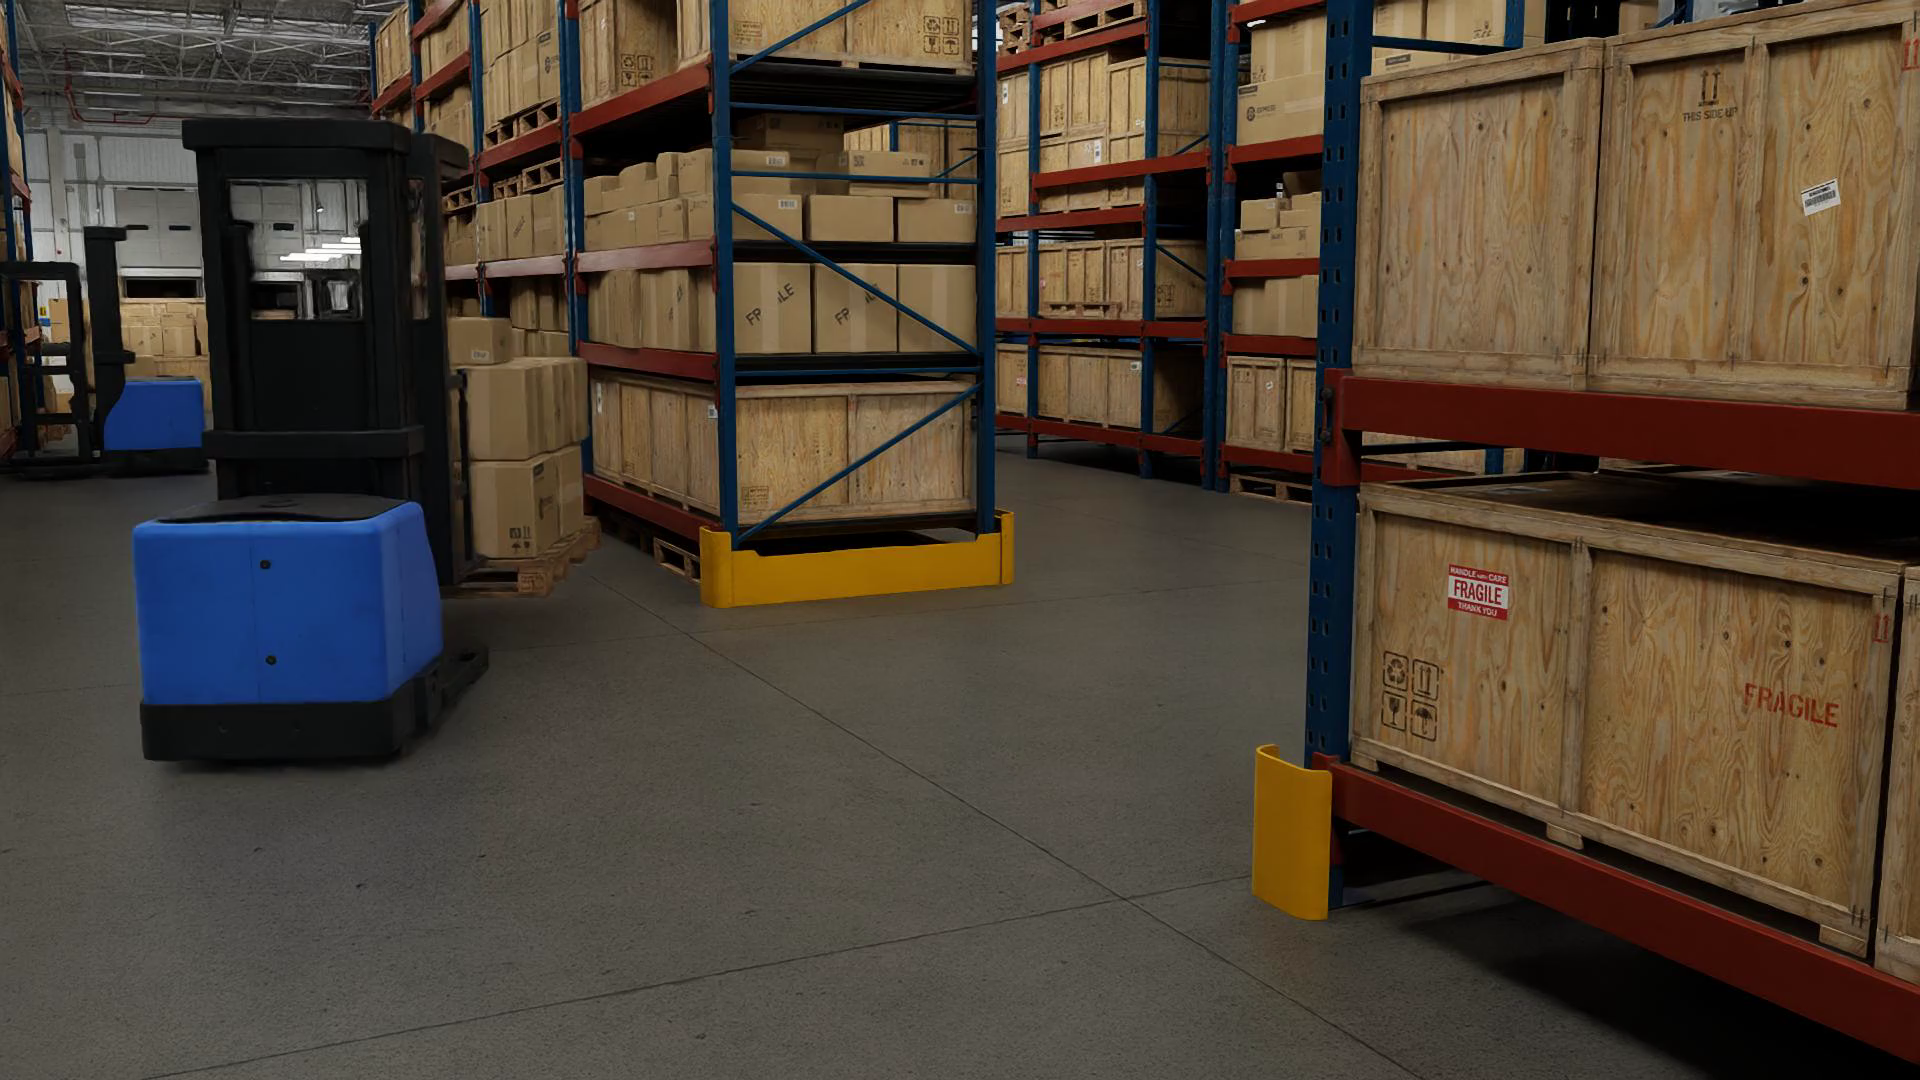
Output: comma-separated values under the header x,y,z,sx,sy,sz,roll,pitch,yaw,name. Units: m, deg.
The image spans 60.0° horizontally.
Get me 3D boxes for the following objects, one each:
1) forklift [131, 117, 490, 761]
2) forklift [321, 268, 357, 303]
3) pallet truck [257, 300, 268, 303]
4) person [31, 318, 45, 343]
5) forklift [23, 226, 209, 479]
x,y,z,sx,sy,sz,roll,pitch,yaw,name
-3.012,-0.533,7.764,1.129,2.768,1.873,-1,8,-4,forklift
-16.433,-5.812,44.169,1.129,2.768,1.873,-1,8,-9,forklift
-23.913,-7.404,58.171,1.885,1.965,0.823,-1,8,-9,pallet truck
-22.092,-4.535,39.788,0.878,1.591,0.527,-1,8,-5,person
-9.732,-2.169,19.042,1.873,2.768,1.129,-4,9,-26,forklift
